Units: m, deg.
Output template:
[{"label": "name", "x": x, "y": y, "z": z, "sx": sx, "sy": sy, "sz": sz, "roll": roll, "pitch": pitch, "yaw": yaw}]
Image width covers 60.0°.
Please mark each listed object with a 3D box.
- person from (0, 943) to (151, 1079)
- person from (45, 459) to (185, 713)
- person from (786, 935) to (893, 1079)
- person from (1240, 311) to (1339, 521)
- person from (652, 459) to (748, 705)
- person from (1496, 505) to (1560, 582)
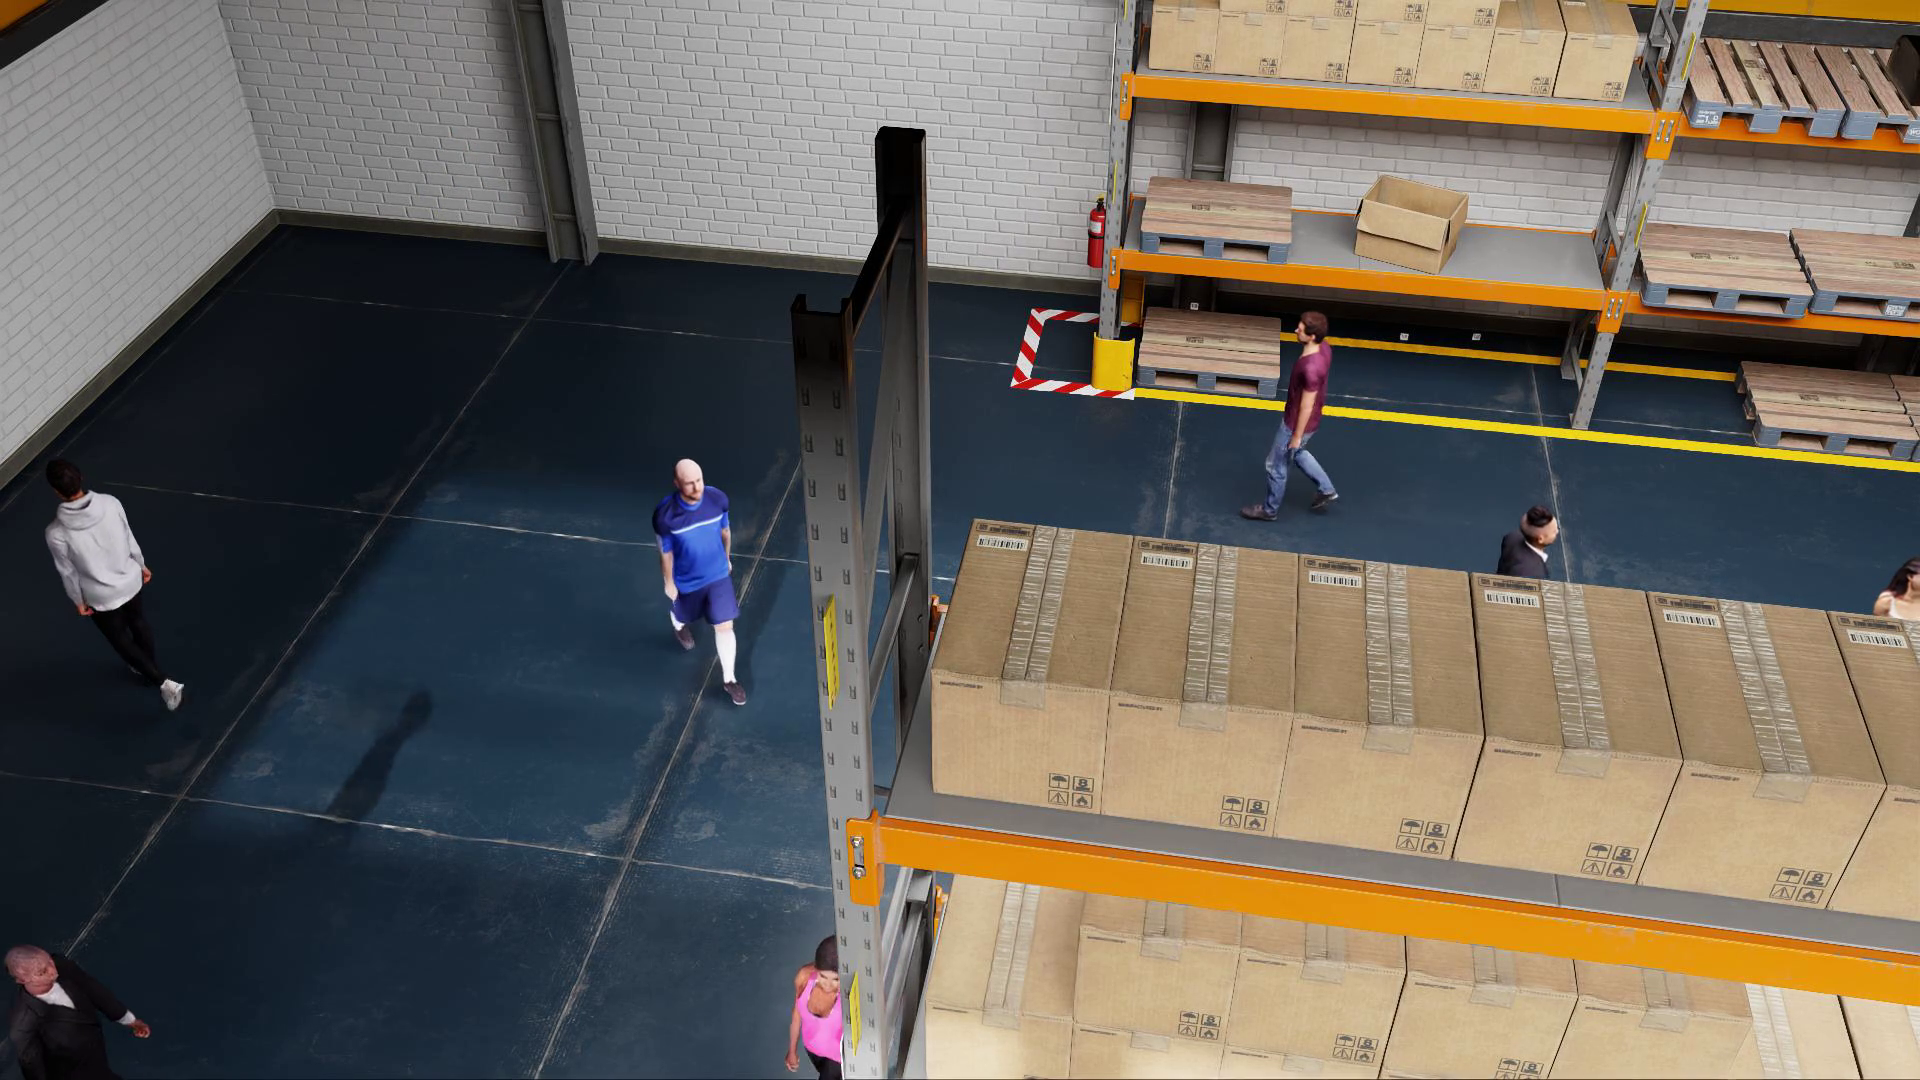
[{"label": "person", "x": -4.446, "y": 2.552, "z": 8.156, "sx": 1.173, "sy": 1.716, "sz": 0.851, "roll": -4, "pitch": 39, "yaw": -5}, {"label": "person", "x": -5.450, "y": 0.324, "z": 10.794, "sx": 1.182, "sy": 1.906, "sz": 0.974, "roll": 24, "pitch": 45, "yaw": 27}, {"label": "person", "x": -0.585, "y": 2.464, "z": 8.288, "sx": 1.117, "sy": 1.689, "sz": 0.909, "roll": 22, "pitch": 44, "yaw": 25}, {"label": "person", "x": 2.593, "y": -0.910, "z": 12.396, "sx": 0.987, "sy": 1.835, "sz": 0.777, "roll": 12, "pitch": 40, "yaw": 14}, {"label": "person", "x": -1.767, "y": 0.194, "z": 11.032, "sx": 1.200, "sy": 1.811, "sz": 1.190, "roll": -19, "pitch": 42, "yaw": -22}, {"label": "person", "x": 3.370, "y": 0.552, "z": 10.500, "sx": 1.263, "sy": 1.917, "sz": 0.872, "roll": 0, "pitch": 39, "yaw": 0}]
